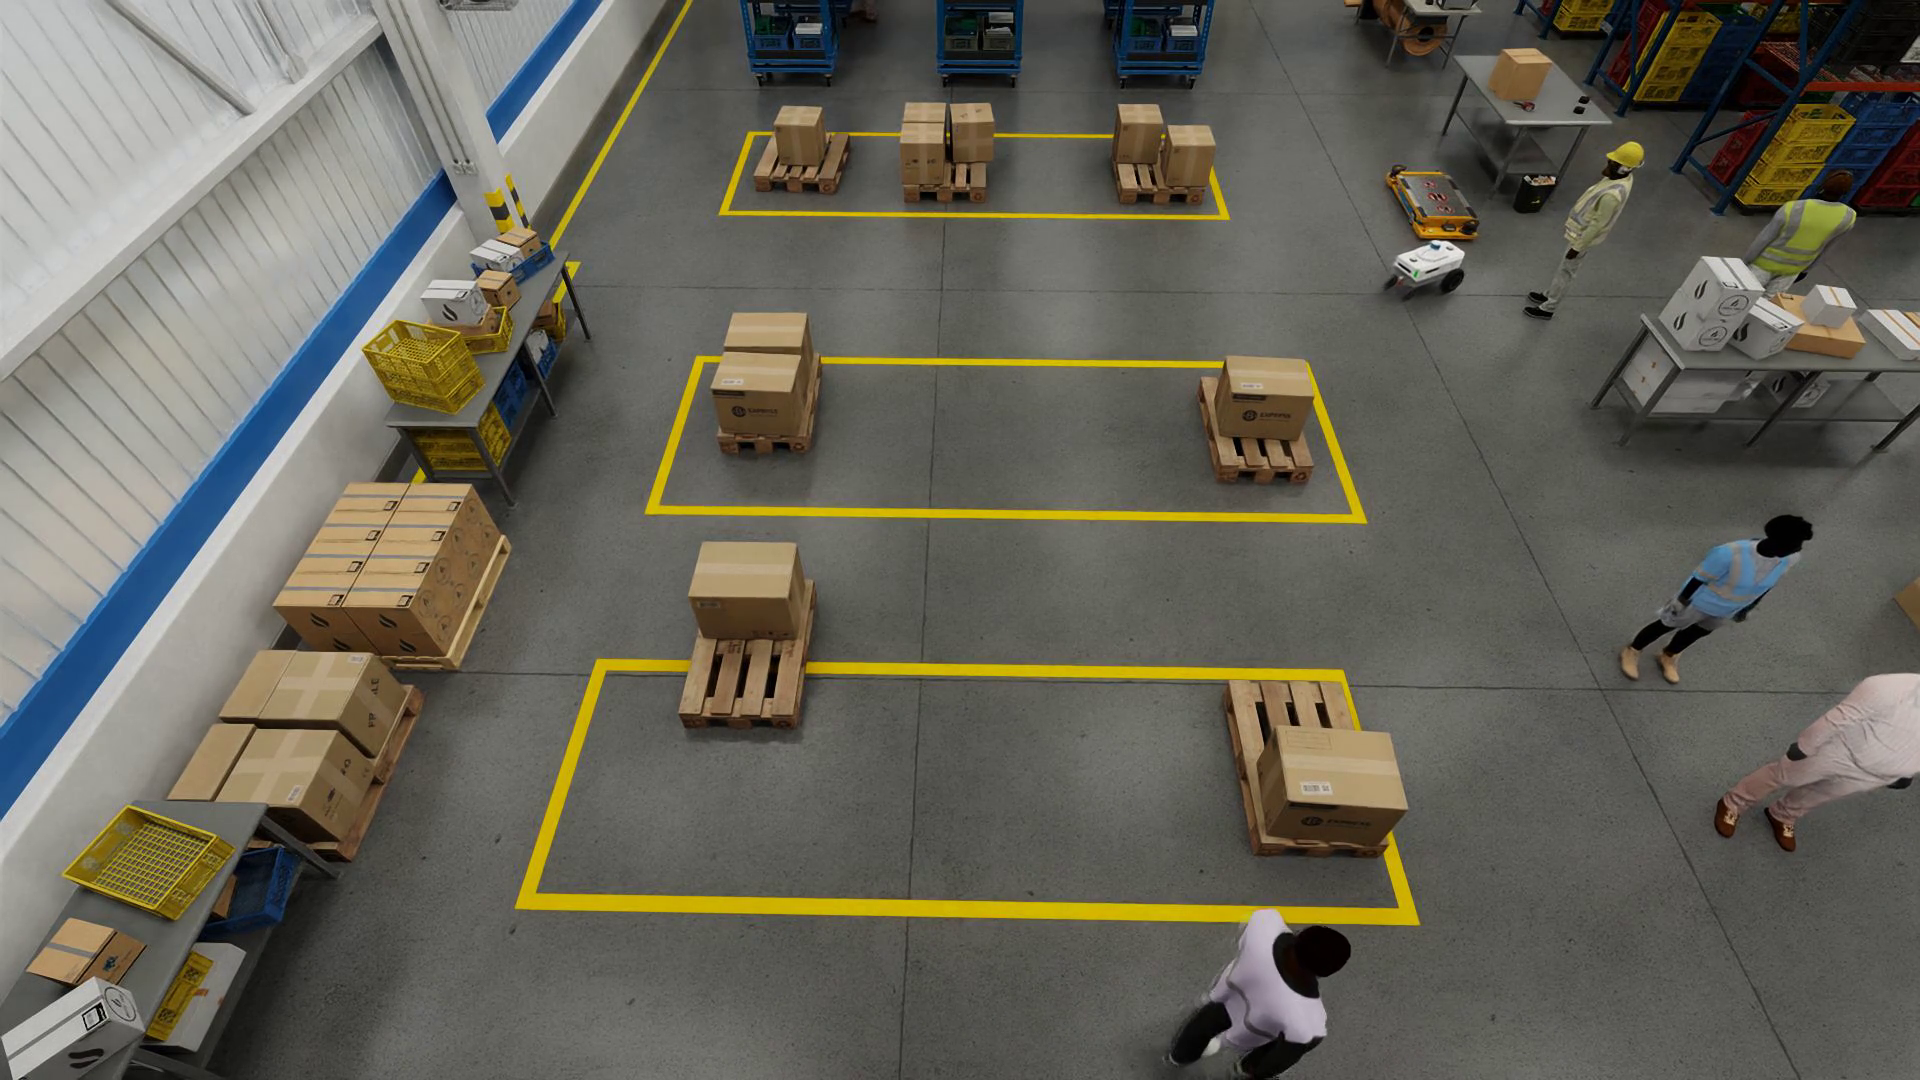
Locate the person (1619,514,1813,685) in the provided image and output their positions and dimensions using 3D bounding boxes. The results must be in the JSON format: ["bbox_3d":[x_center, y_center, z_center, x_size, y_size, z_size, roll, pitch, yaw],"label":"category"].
[{"bbox_3d":[5.114,0.411,6.225,0.538,1.693,0.320,3,49,2],"label":"person"}]

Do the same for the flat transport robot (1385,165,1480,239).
[{"bbox_3d":[5.692,-4.094,11.059,0.652,0.197,1.431,1,49,1],"label":"flat transport robot"}]

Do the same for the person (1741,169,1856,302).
[{"bbox_3d":[7.816,-2.649,8.777,0.625,1.844,0.429,13,50,11],"label":"person"}]

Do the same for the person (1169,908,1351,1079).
[{"bbox_3d":[1.526,2.266,4.486,0.777,1.893,0.591,-13,50,-11],"label":"person"}]

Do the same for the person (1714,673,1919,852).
[{"bbox_3d":[5.250,1.276,5.337,0.643,1.908,0.399,13,50,11],"label":"person"}]

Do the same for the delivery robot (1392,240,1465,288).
[{"bbox_3d":[5.033,-2.984,9.852,0.707,0.478,0.477,-20,52,-17],"label":"delivery robot"}]

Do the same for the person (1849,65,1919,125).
[{"bbox_3d":[11.702,-5.838,11.473,0.357,1.938,0.637,0,49,0],"label":"person"}]

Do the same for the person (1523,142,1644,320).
[{"bbox_3d":[6.218,-3.065,9.139,0.404,1.837,0.596,26,54,21],"label":"person"}]

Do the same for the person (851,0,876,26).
[{"bbox_3d":[-1.581,-9.209,14.378,0.490,1.962,0.666,1,49,1],"label":"person"}]
